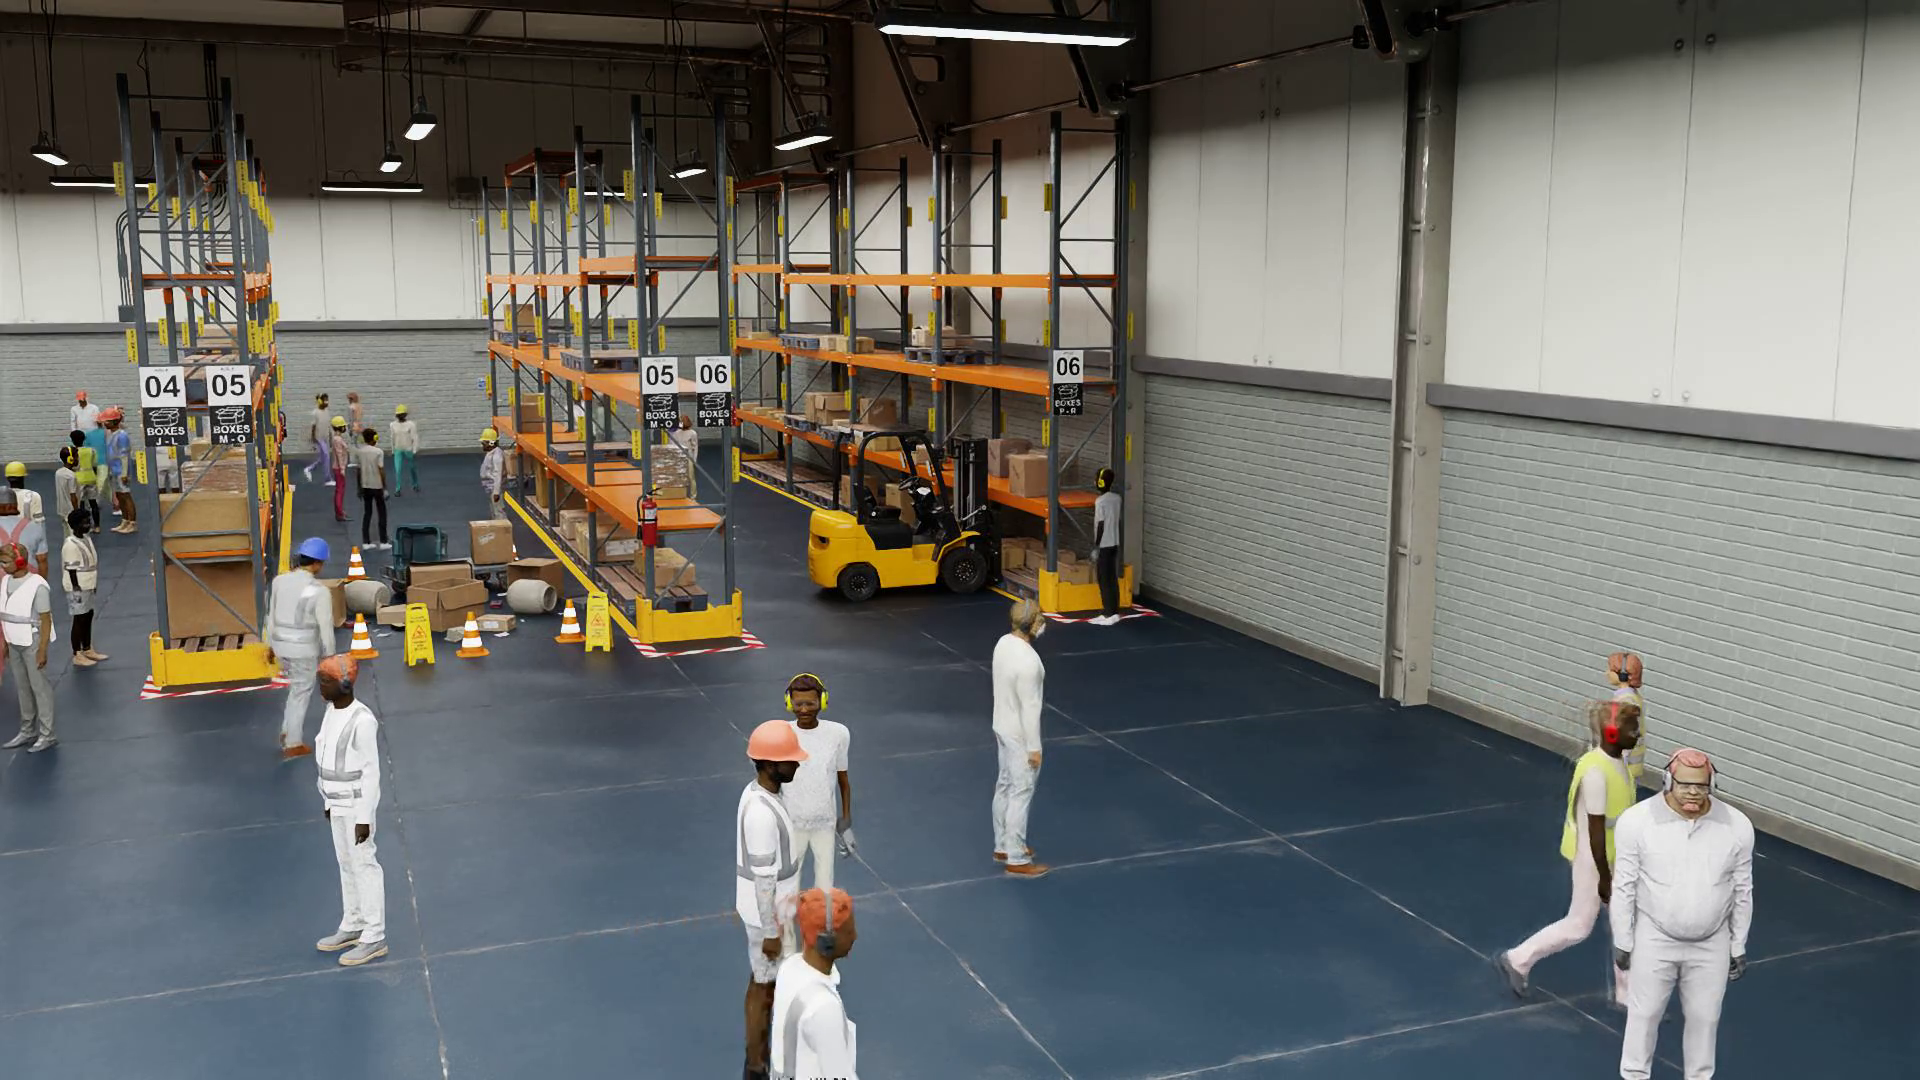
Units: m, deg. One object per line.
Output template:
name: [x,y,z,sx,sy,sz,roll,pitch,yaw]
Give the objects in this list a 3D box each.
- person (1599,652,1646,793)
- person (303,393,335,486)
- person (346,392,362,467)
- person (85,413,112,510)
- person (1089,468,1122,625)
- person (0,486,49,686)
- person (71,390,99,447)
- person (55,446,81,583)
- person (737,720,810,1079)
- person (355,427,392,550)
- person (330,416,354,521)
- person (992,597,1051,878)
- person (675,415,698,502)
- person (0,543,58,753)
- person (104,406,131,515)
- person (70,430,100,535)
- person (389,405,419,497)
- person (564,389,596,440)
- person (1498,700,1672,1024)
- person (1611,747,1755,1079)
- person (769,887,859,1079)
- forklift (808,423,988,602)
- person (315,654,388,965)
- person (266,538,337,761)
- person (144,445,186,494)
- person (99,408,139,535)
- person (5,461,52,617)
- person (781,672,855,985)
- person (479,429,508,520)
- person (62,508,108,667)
person: [4.414,1.554,11.123,0.308,1.641,0.517,4,10,22]
person: [-12.630,-1.984,32.776,0.759,1.844,0.525,2,9,13]
person: [-13.080,-2.376,35.893,0.382,1.638,0.530,0,9,2]
person: [-15.220,-1.402,29.551,0.561,1.696,0.936,2,9,13]
person: [1.727,0.076,19.721,0.313,1.865,0.532,7,11,36]
person: [-9.614,0.445,16.845,0.685,2.000,0.536,-7,11,-37]
person: [-18.379,-2.280,34.959,0.574,1.737,0.354,-1,9,-9]
person: [-11.903,-0.326,22.272,0.522,1.865,0.318,8,12,41]
person: [-0.933,1.845,8.359,0.375,1.935,0.551,-1,9,-7]
person: [-8.871,-0.769,25.102,0.523,1.850,0.361,3,9,17]
person: [-10.443,-1.201,28.057,0.297,1.772,0.533,-4,10,-25]
person: [0.411,1.349,11.483,0.356,1.936,0.635,-3,9,-17]
person: [-4.952,-1.446,30.022,0.508,1.632,0.265,5,10,30]
person: [-8.103,0.924,14.468,0.564,1.837,0.388,5,10,28]
person: [-14.549,-1.377,28.784,0.398,1.900,0.635,-5,10,-30]
person: [-13.939,-0.903,26.426,0.319,1.692,0.533,4,10,26]
person: [-10.484,-1.708,31.405,0.535,1.718,0.933,0,9,0]
person: [-7.731,-2.150,33.819,0.575,1.844,0.978,-5,10,-29]
person: [3.516,1.762,9.280,0.851,1.814,0.570,7,11,38]
person: [3.469,1.923,8.013,0.636,1.900,0.402,2,9,11]
person: [-0.596,2.216,6.343,0.940,1.842,0.556,-2,9,-12]
forklift: [-0.830,-0.399,21.676,2.313,2.155,1.214,-4,10,-21]
person: [-3.686,1.605,10.029,0.354,1.887,0.573,-8,12,-41]
person: [-5.611,0.930,14.212,0.634,1.906,0.526,5,10,28]
person: [-13.043,-1.208,27.340,0.623,2.025,0.464,-4,10,-21]
person: [-13.480,-1.098,26.606,0.604,2.034,0.418,8,12,42]
person: [-11.208,0.024,19.853,0.592,1.926,0.366,-1,9,-8]
person: [-0.876,1.674,9.653,0.535,1.868,0.309,-1,9,-8]
person: [-7.077,-0.781,25.259,0.404,1.825,0.594,-4,10,-25]
person: [-9.303,0.500,17.613,0.319,1.689,0.539,-1,9,-8]
